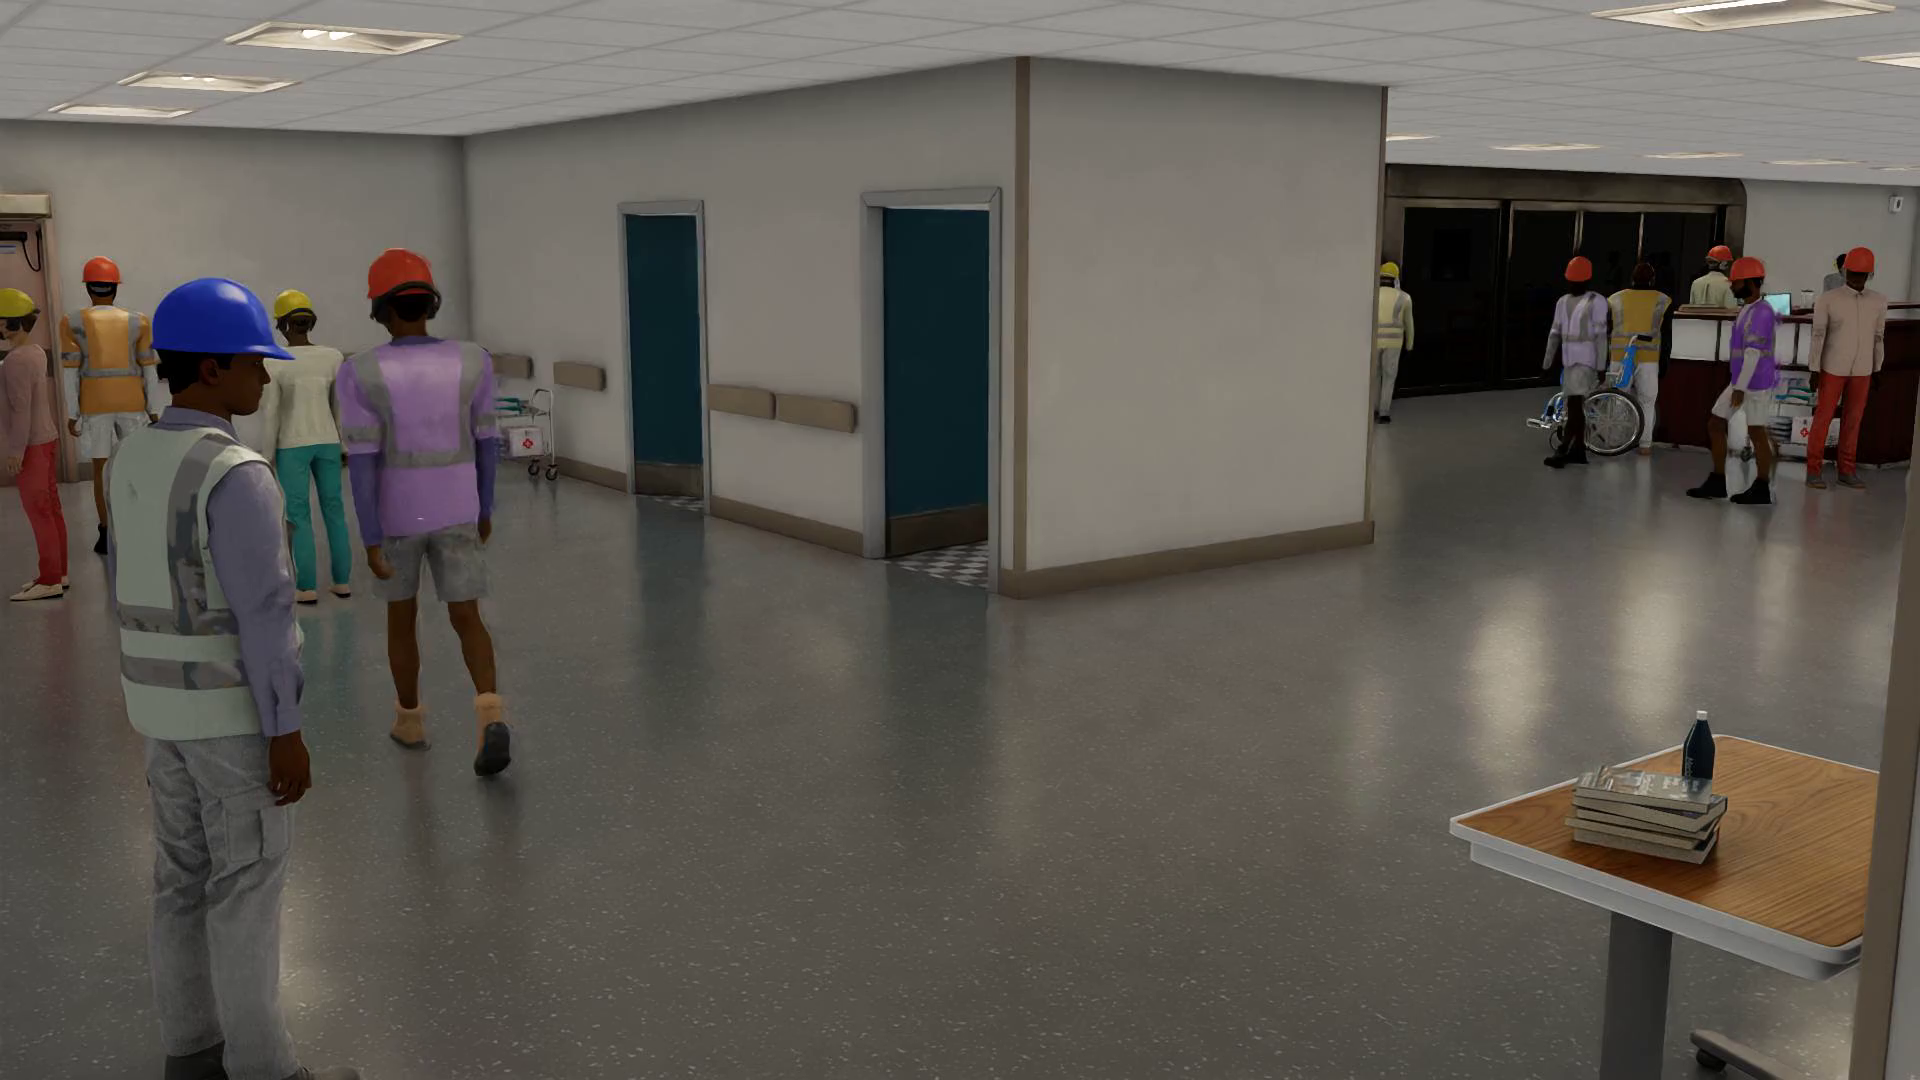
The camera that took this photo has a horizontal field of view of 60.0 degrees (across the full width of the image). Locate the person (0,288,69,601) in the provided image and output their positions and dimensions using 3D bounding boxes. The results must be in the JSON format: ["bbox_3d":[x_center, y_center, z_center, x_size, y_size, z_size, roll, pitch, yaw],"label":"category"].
[{"bbox_3d":[-5.316,-0.541,9.477,0.307,1.771,0.522,-3,11,-17],"label":"person"}]

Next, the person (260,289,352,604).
[{"bbox_3d":[-3.699,-0.522,9.384,0.330,1.765,0.533,8,13,39],"label":"person"}]

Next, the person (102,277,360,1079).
[{"bbox_3d":[-1.692,0.379,3.826,0.613,1.943,0.405,8,13,37],"label":"person"}]

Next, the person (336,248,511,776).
[{"bbox_3d":[-2.030,-0.104,6.364,0.601,2.015,0.955,-6,12,-30],"label":"person"}]

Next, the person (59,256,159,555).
[{"bbox_3d":[-5.549,-0.877,10.885,0.551,1.935,0.375,-6,12,-32],"label":"person"}]

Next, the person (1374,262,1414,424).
[{"bbox_3d":[4.837,-2.233,18.835,0.615,1.806,0.682,5,11,25],"label":"person"}]

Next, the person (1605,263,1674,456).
[{"bbox_3d":[6.464,-1.718,15.903,0.626,1.837,0.429,4,11,24],"label":"person"}]

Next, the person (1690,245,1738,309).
[{"bbox_3d":[8.605,-2.355,19.002,0.380,1.995,0.611,-5,11,-27],"label":"person"}]

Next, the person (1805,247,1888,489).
[{"bbox_3d":[7.307,-1.404,13.695,0.621,1.985,0.399,0,10,-2],"label":"person"}]

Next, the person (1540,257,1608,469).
[{"bbox_3d":[5.467,-1.594,15.017,0.766,1.891,0.638,-4,11,-20],"label":"person"}]

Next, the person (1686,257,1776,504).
[{"bbox_3d":[6.008,-1.223,12.877,0.735,1.906,0.566,1,10,4],"label":"person"}]
